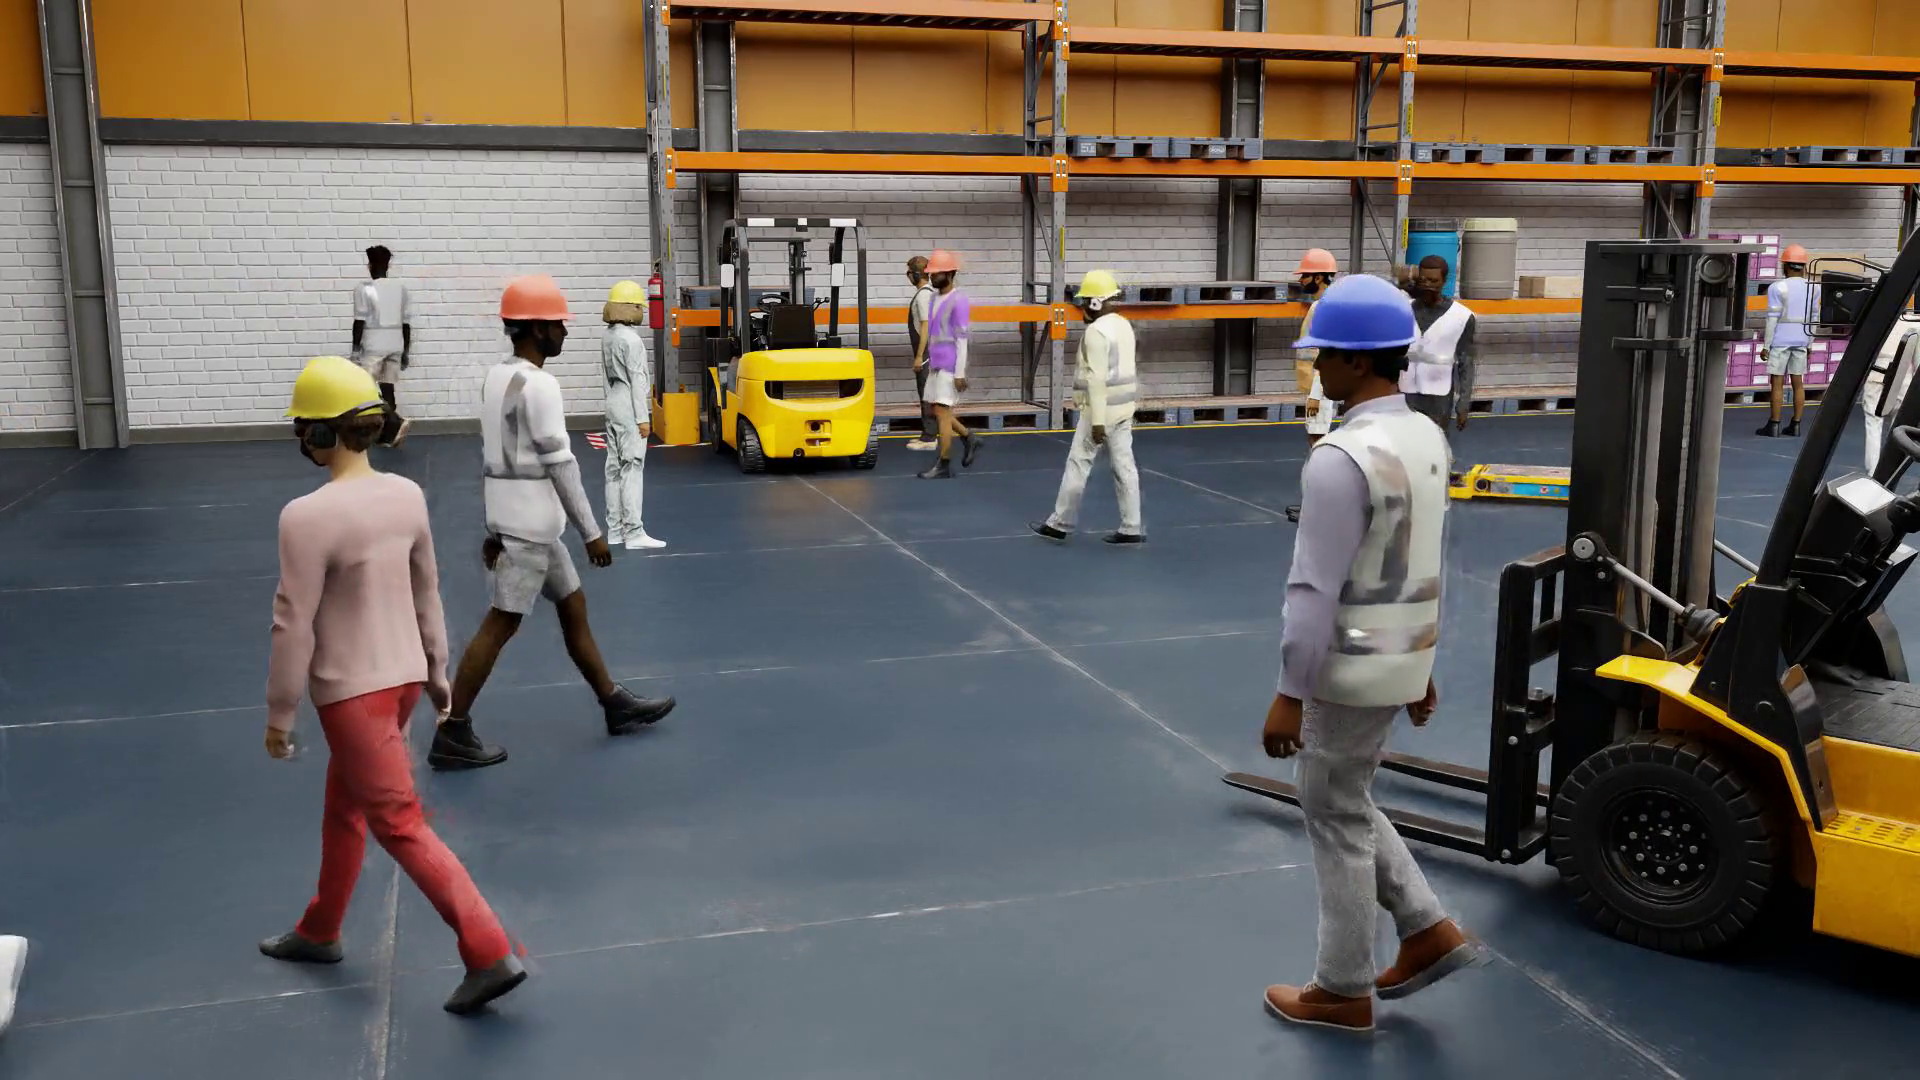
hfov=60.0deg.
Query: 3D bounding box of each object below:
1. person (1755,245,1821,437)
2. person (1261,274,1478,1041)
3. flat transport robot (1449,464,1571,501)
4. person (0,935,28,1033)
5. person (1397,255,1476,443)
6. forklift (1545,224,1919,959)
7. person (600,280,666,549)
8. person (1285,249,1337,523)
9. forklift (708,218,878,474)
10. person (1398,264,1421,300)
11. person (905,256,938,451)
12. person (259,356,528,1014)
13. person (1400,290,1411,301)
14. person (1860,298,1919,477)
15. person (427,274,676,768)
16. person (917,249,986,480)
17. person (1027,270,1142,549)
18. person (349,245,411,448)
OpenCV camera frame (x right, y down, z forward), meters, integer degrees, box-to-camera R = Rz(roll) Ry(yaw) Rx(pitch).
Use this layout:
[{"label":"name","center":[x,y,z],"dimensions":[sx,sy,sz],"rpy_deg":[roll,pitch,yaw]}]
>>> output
[{"label":"person","center":[8.383,-2.008,16.849],"dimensions":[0.552,1.942,0.342],"rpy_deg":[-1,10,-7]},{"label":"person","center":[0.984,0.317,4.131],"dimensions":[0.448,1.931,0.608],"rpy_deg":[6,12,31]},{"label":"flat transport robot","center":[4.494,-0.431,12.791],"dimensions":[1.431,0.197,0.652],"rpy_deg":[4,11,22]},{"label":"person","center":[-2.528,0.537,3.806],"dimensions":[0.500,1.610,0.651],"rpy_deg":[7,13,35]},{"label":"person","center":[3.107,-0.939,11.098],"dimensions":[0.616,1.898,0.605],"rpy_deg":[7,13,35]},{"label":"forklift","center":[2.909,0.117,4.508],"dimensions":[2.313,2.155,1.214],"rpy_deg":[9,14,40]},{"label":"person","center":[-2.158,-0.813,10.848],"dimensions":[0.298,1.744,0.486],"rpy_deg":[-8,13,-37]},{"label":"person","center":[2.519,-1.087,11.817],"dimensions":[0.357,1.938,0.543],"rpy_deg":[2,10,10]},{"label":"forklift","center":[-1.522,-1.778,14.899],"dimensions":[1.214,2.155,2.313],"rpy_deg":[-3,11,-17]},{"label":"person","center":[3.569,-1.346,13.610],"dimensions":[0.885,1.814,0.634],"rpy_deg":[3,11,17]},{"label":"person","center":[-0.350,-1.768,15.816],"dimensions":[0.344,1.841,0.506],"rpy_deg":[1,10,8]},{"label":"person","center":[-1.532,0.378,4.384],"dimensions":[0.922,1.723,0.532],"rpy_deg":[3,11,17]},{"label":"person","center":[3.232,-1.048,12.417],"dimensions":[0.309,1.641,0.514],"rpy_deg":[0,10,2]},{"label":"person","center":[7.816,-1.331,13.998],"dimensions":[0.540,1.614,0.674],"rpy_deg":[7,12,32]},{"label":"person","center":[-1.641,-0.077,6.453],"dimensions":[1.043,1.884,0.549],"rpy_deg":[-6,12,-29]},{"label":"person","center":[-0.069,-1.467,13.928],"dimensions":[0.592,1.923,0.552],"rpy_deg":[-5,12,-26]},{"label":"person","center":[0.838,-0.845,10.852],"dimensions":[0.853,1.797,0.623],"rpy_deg":[6,12,31]},{"label":"person","center":[-5.475,-1.819,15.784],"dimensions":[0.699,1.948,0.660],"rpy_deg":[6,12,31]}]
